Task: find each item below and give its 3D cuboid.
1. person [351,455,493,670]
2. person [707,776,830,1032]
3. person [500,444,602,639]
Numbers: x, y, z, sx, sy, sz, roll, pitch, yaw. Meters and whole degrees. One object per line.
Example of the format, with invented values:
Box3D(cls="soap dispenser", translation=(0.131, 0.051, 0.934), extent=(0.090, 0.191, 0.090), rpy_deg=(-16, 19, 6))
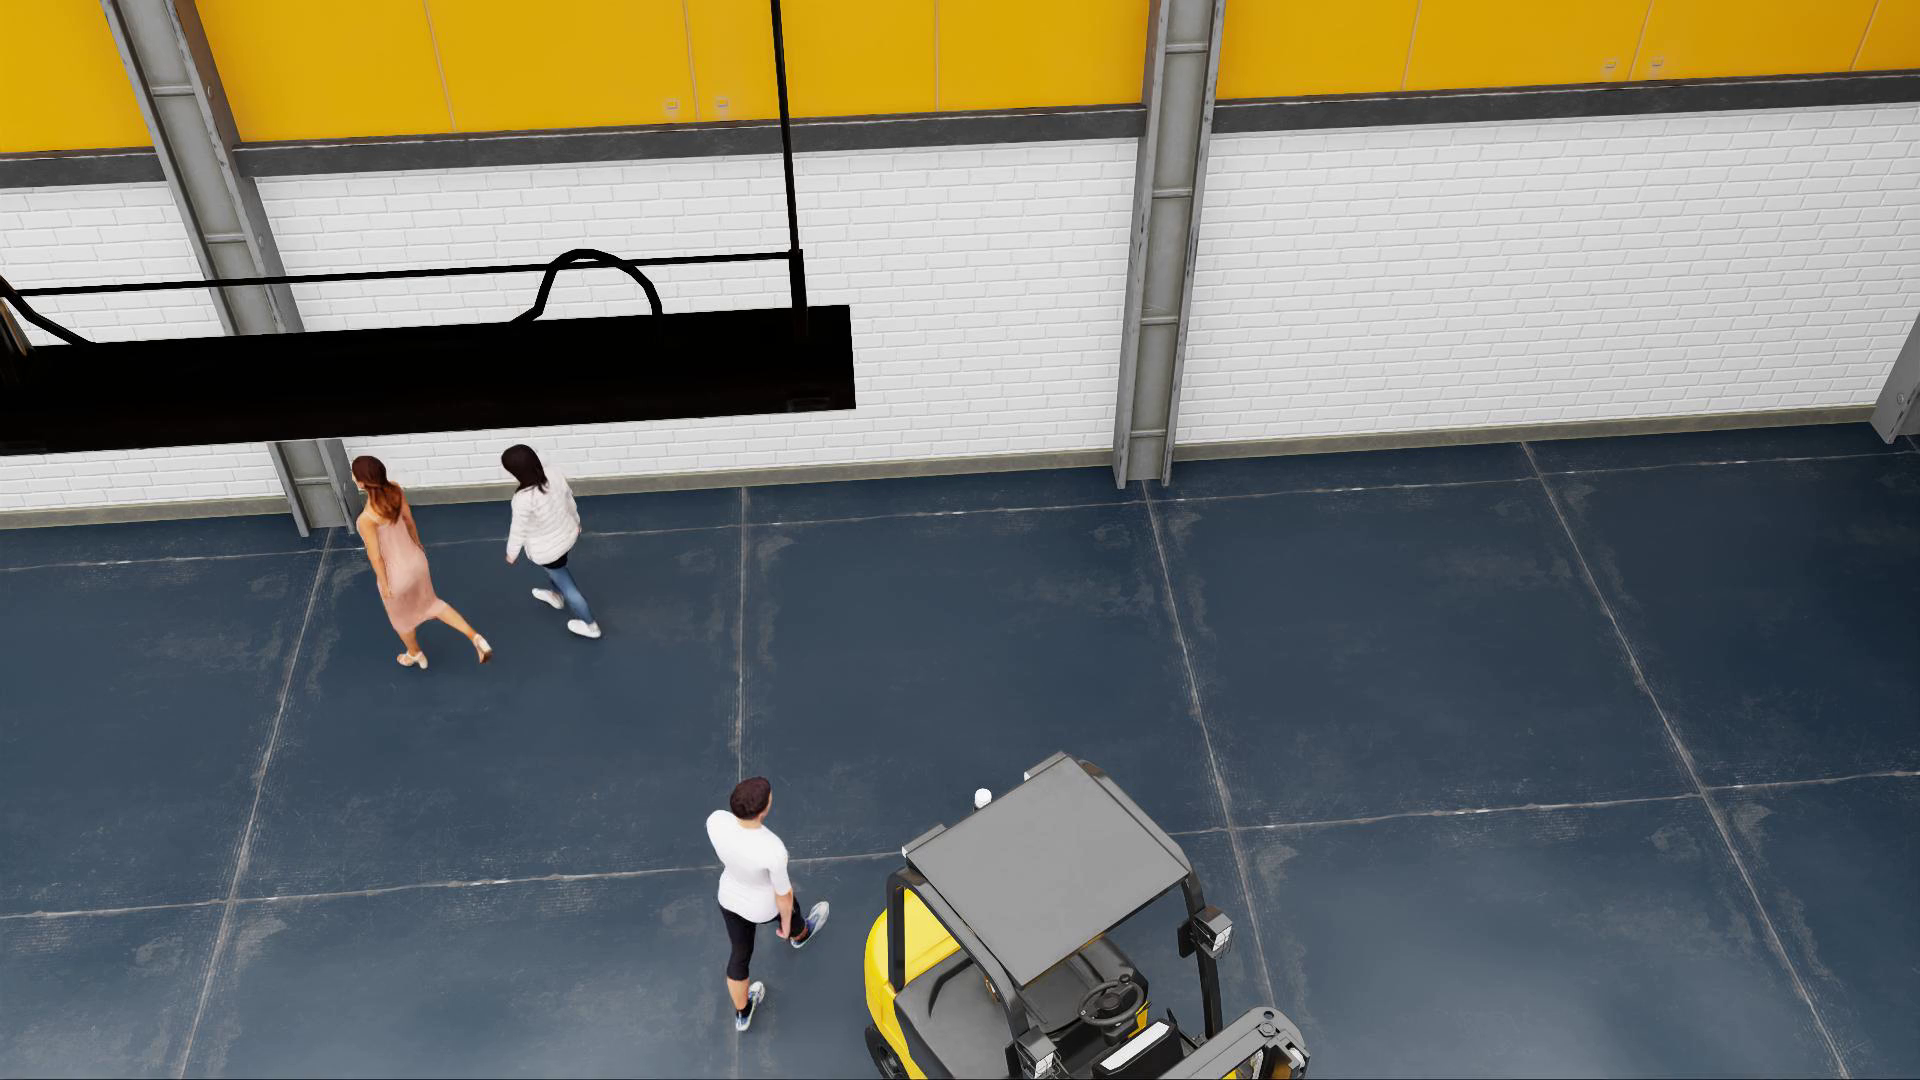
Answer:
Box3D(cls="person", translation=(-3.447, 0.216, 10.522), extent=(1.064, 1.814, 0.845), rpy_deg=(13, 45, 14))
Box3D(cls="person", translation=(-1.127, 1.945, 8.705), extent=(1.161, 1.817, 1.083), rpy_deg=(16, 46, 16))
Box3D(cls="person", translation=(-2.601, 0.029, 10.872), extent=(0.985, 1.603, 0.859), rpy_deg=(16, 46, 16))
